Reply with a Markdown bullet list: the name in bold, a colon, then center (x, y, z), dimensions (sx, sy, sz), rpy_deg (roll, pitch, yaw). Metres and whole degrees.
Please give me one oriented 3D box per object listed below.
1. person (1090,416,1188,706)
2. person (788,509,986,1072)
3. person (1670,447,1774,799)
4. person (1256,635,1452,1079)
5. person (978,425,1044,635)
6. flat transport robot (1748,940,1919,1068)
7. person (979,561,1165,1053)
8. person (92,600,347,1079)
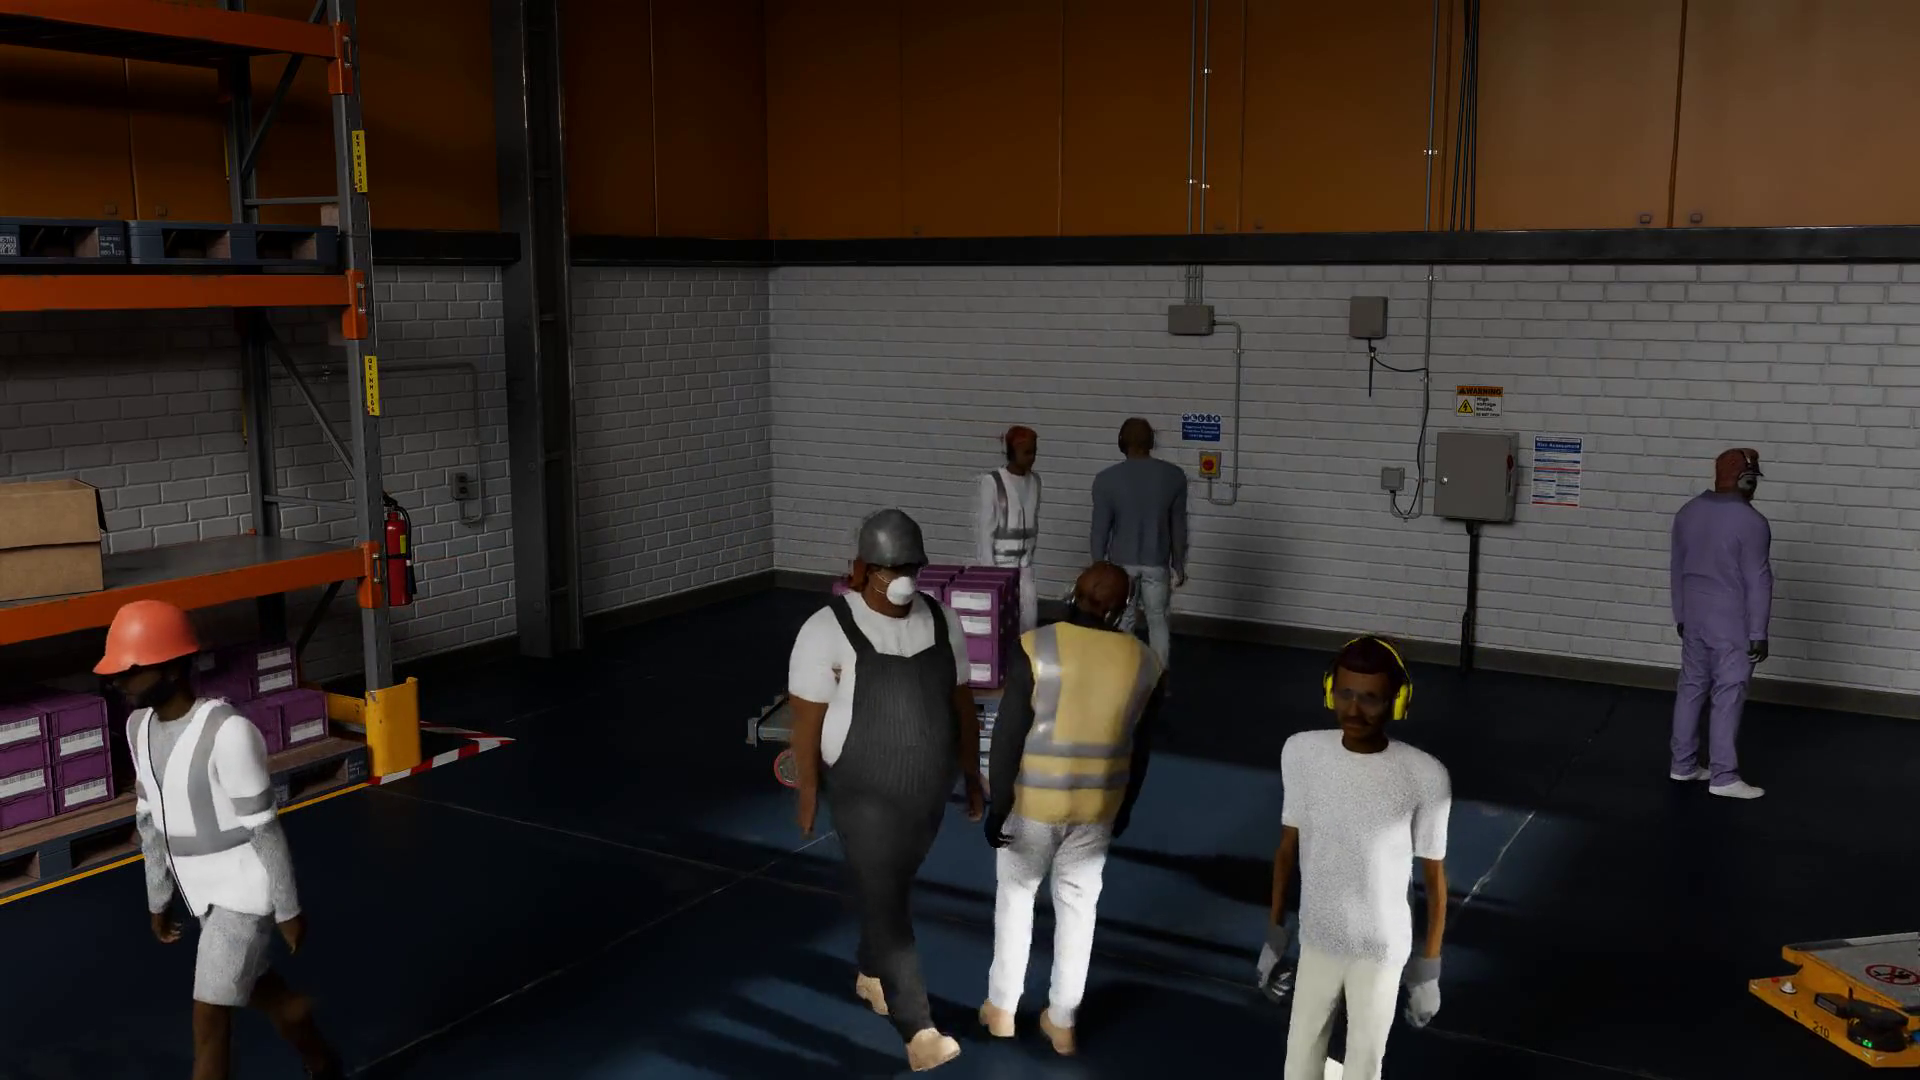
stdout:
- **person**: center (1.154, 0.164, 10.741), dimensions (0.647, 1.927, 0.574), rpy_deg (-1, 9, -7)
- **person**: center (-0.192, 0.860, 6.054), dimensions (0.702, 2.000, 0.984), rpy_deg (-6, 11, -33)
- **person**: center (4.176, 0.444, 9.077), dimensions (0.403, 1.904, 0.652), rpy_deg (-3, 10, -17)
- **person**: center (1.138, 1.158, 4.785), dimensions (0.531, 1.854, 0.661), rpy_deg (6, 11, 35)
- **person**: center (0.267, 0.141, 11.143), dimensions (0.569, 1.855, 0.853), rpy_deg (-7, 12, -39)
- **flat transport robot**: center (3.835, 1.701, 6.307), dimensions (1.431, 0.197, 0.652), rpy_deg (-2, 9, -13)
- **person**: center (0.402, 0.972, 6.146), dimensions (0.706, 1.791, 0.466), rpy_deg (-2, 9, -14)
- **person**: center (-2.333, 1.090, 5.196), dimensions (0.552, 1.870, 0.978), rpy_deg (7, 11, 35)
